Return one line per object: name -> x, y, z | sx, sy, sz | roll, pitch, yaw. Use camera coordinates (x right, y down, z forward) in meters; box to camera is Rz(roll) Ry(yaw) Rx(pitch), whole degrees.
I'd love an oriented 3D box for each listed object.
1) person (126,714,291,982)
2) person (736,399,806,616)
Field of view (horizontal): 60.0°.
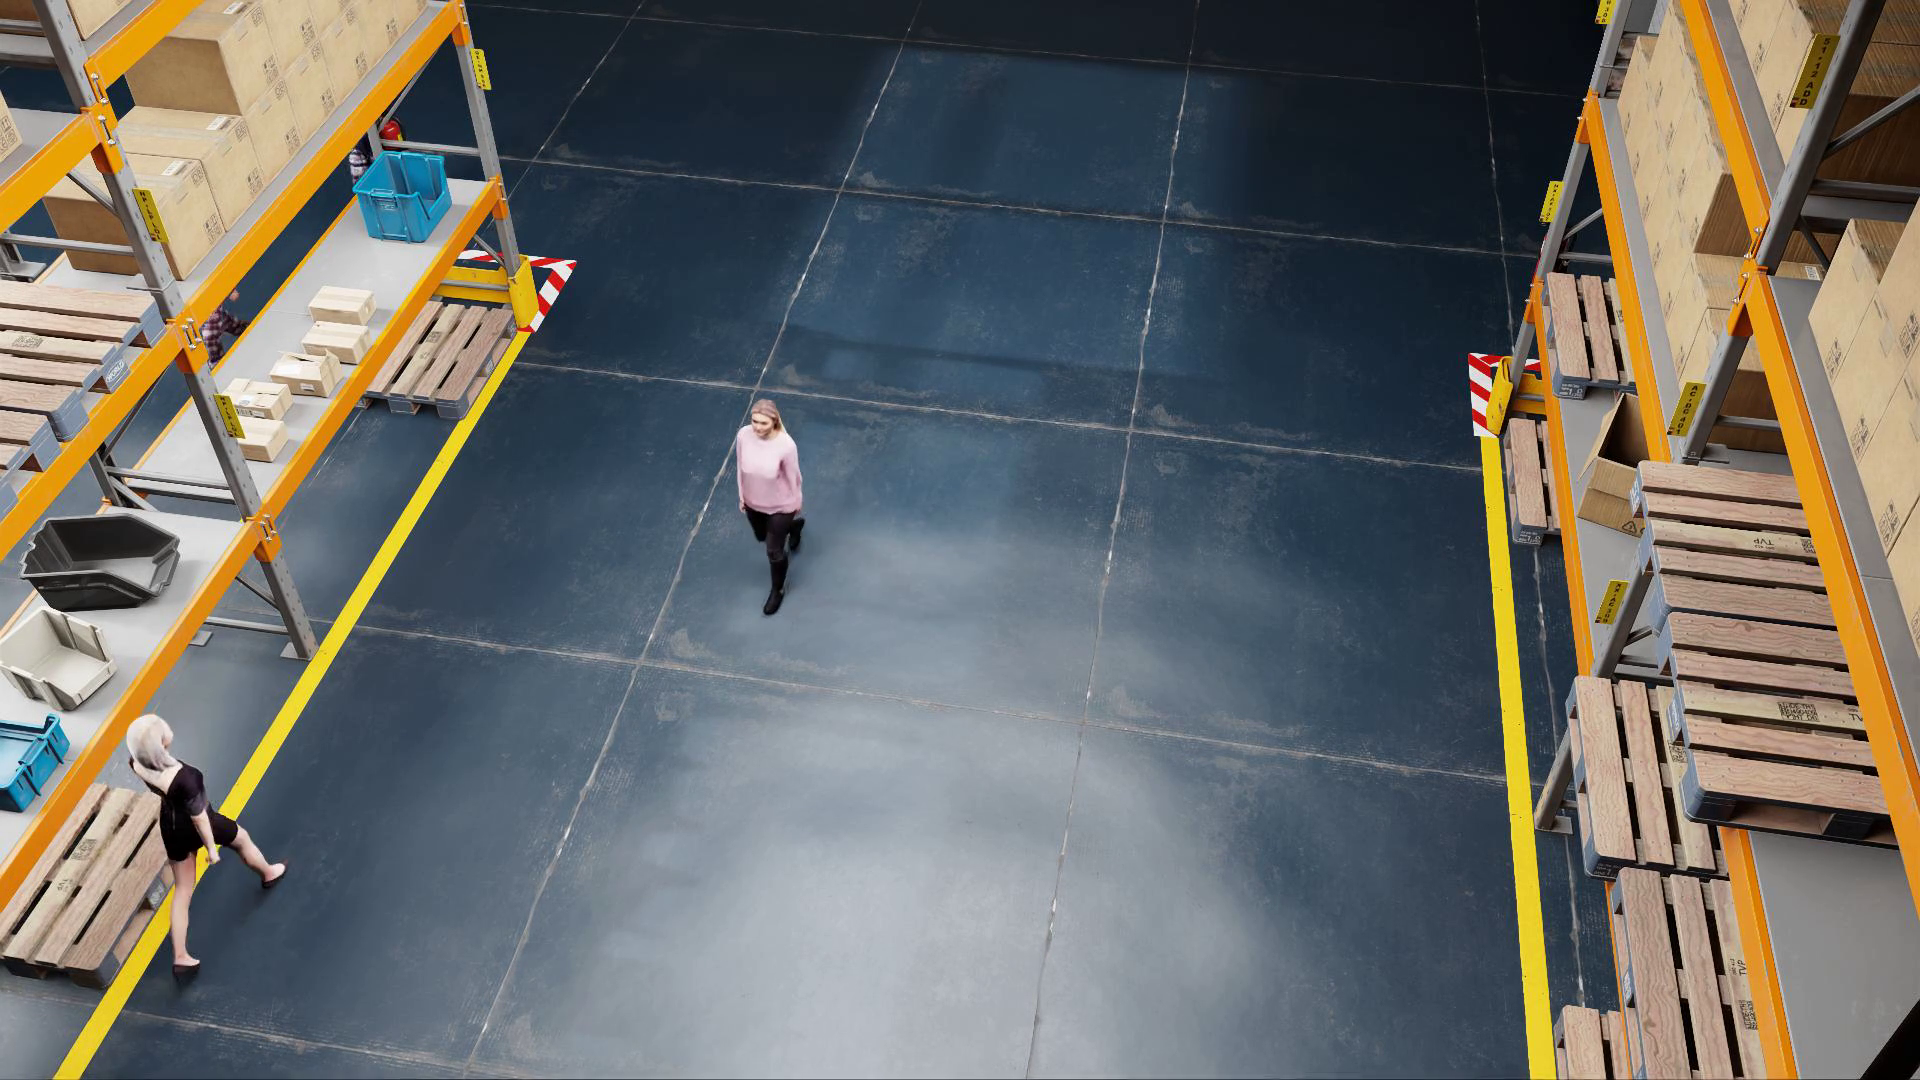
person -> -4.218, 1.653, 8.998 | 0.634, 1.785, 1.181 | 10, 45, 11
person -> -1.242, -0.315, 11.147 | 0.746, 1.671, 1.027 | 16, 46, 16
